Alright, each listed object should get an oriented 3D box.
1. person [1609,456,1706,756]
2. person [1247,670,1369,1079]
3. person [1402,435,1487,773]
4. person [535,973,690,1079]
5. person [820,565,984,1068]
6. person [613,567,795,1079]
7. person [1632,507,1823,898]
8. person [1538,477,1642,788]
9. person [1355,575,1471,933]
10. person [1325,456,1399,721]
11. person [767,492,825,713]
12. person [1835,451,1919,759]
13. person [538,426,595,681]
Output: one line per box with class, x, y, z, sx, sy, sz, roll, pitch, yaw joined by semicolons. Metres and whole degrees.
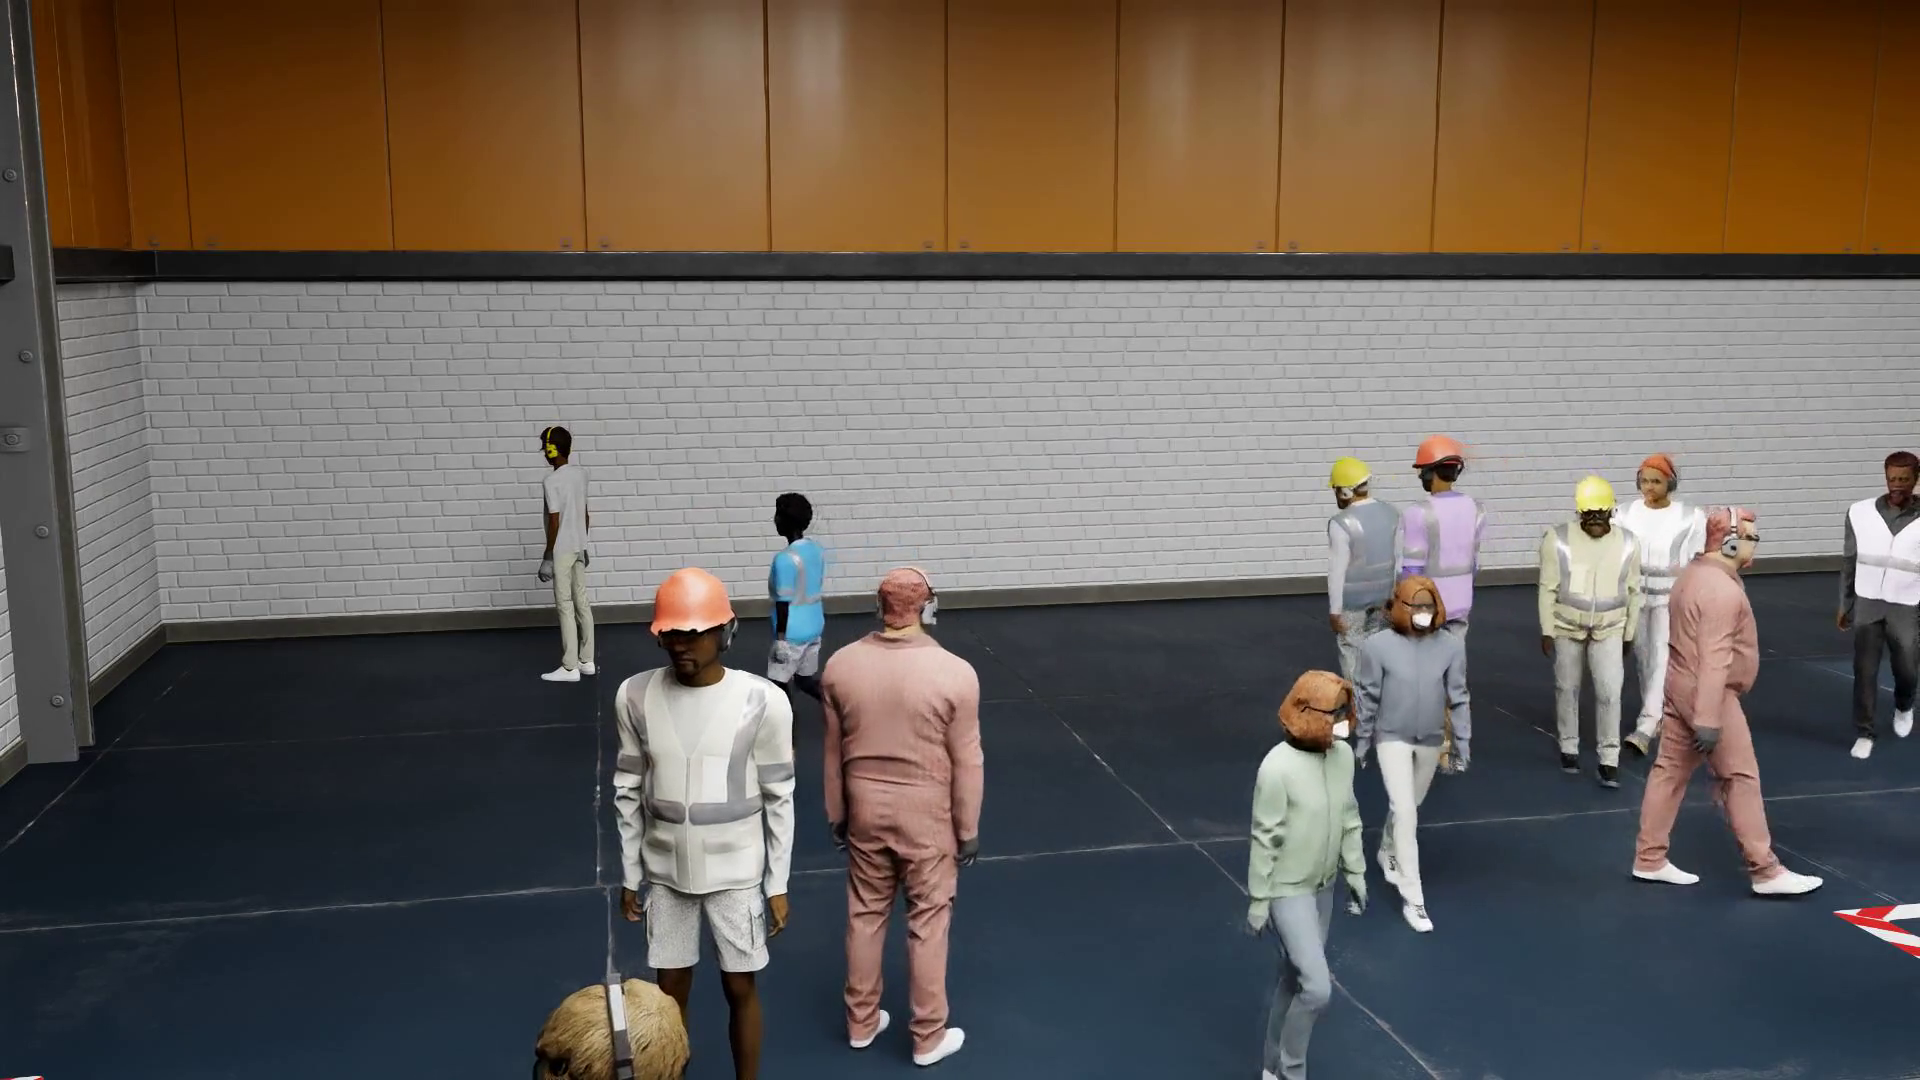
person;4.276;0.400;10.356;0.610;1.831;0.964;8;12;41
person;1.248;1.249;5.834;0.520;1.615;0.496;-9;13;-43
person;2.820;0.383;9.896;0.617;2.020;0.430;-4;10;-24
person;-0.486;1.609;2.683;0.351;1.936;0.634;-9;13;-43
person;-0.203;1.040;6.315;0.650;1.895;0.403;4;10;21
person;-0.849;1.094;5.498;0.609;2.044;0.395;1;9;9
person;3.705;0.778;7.930;0.905;1.868;0.679;1;9;8
person;3.664;0.537;9.673;0.582;1.794;0.731;2;10;13
person;2.121;0.936;7.833;0.511;1.593;0.839;-1;9;-7
person;2.584;0.364;10.669;0.616;1.806;0.507;-6;11;-32
person;-0.921;0.545;9.955;0.648;1.680;0.537;3;10;18
person;5.760;0.385;10.274;0.595;1.902;0.612;7;12;36
person;-2.879;0.101;12.100;0.327;1.865;0.520;4;10;21
